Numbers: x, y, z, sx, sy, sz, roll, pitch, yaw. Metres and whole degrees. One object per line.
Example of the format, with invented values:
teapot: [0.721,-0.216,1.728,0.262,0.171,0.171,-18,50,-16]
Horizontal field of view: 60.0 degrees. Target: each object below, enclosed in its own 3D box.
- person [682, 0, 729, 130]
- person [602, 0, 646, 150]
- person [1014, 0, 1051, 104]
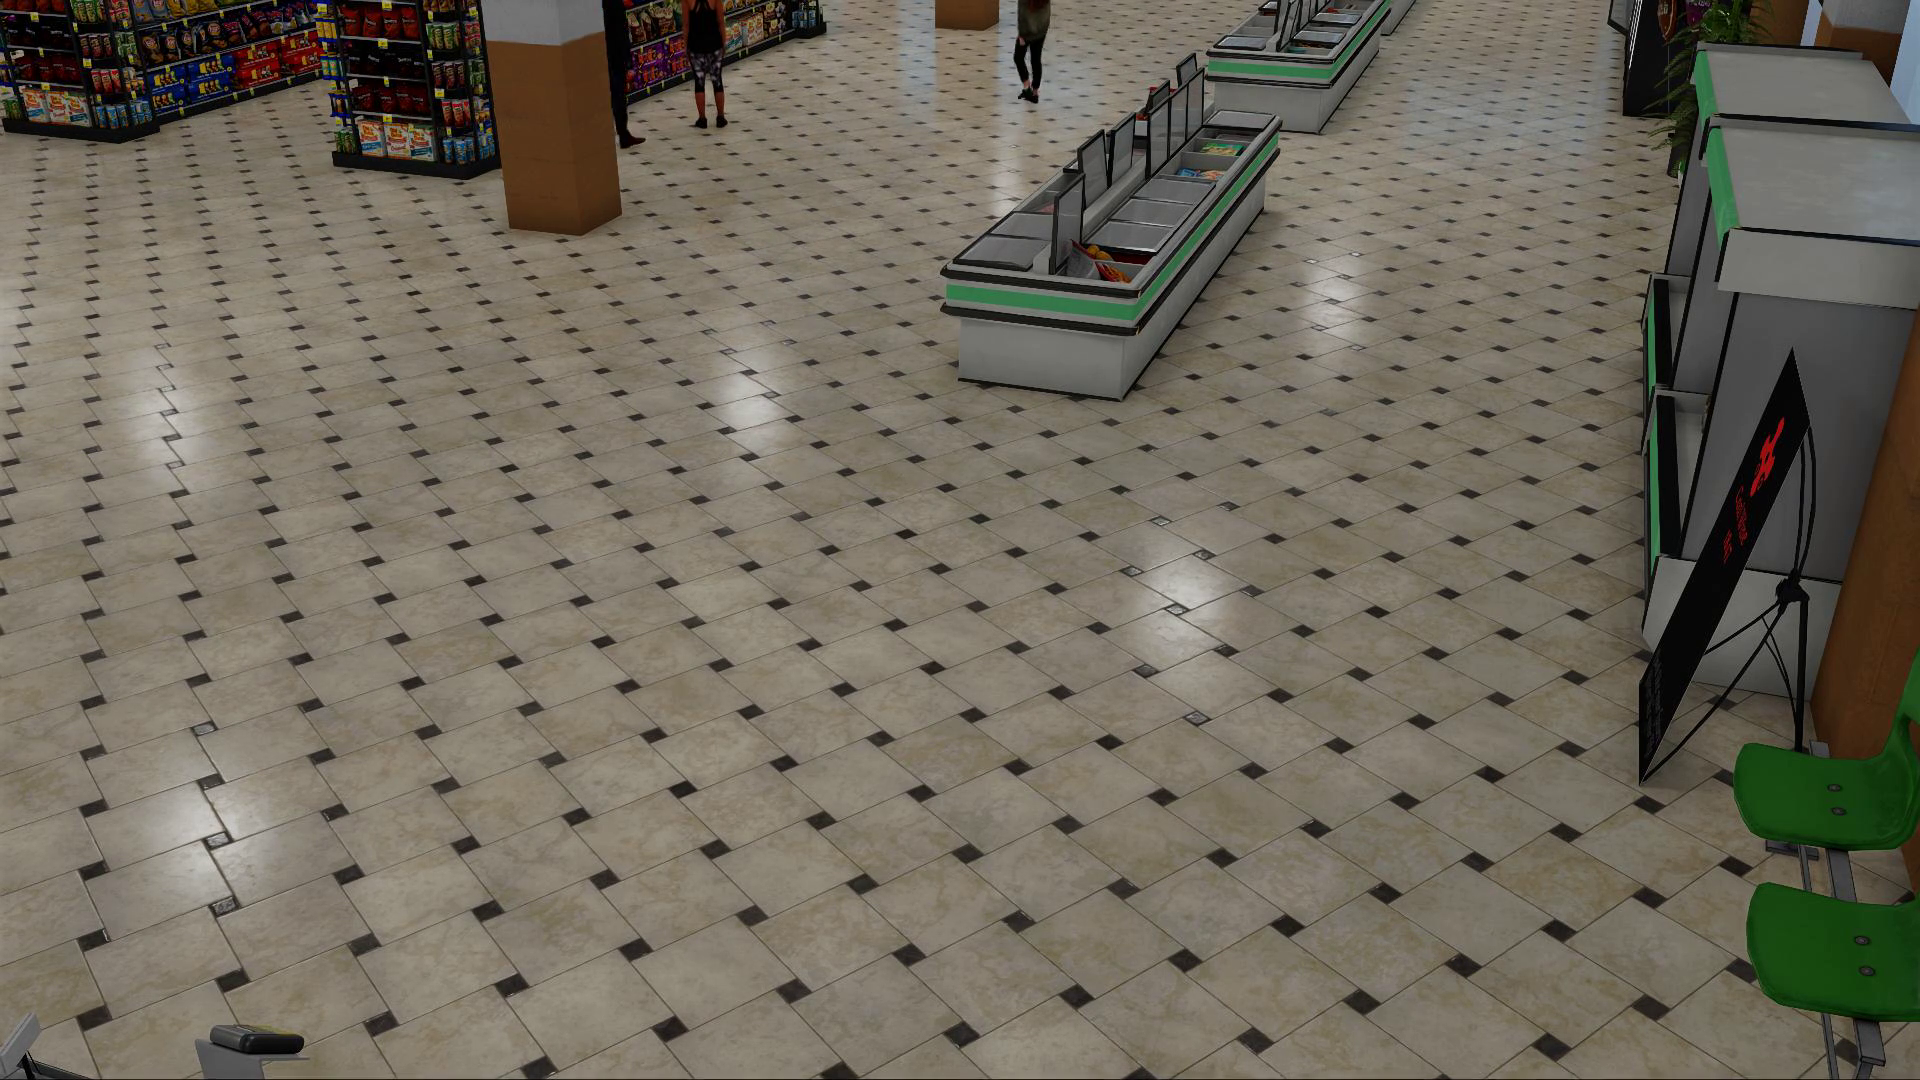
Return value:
person: [-2.630,-5.099,17.121,0.660,1.663,0.670,-5,27,-10]
person: [-3.416,-4.609,16.030,0.994,1.775,1.201,20,33,34]
person: [0.821,-5.506,18.144,0.690,1.465,0.750,-12,29,-23]
